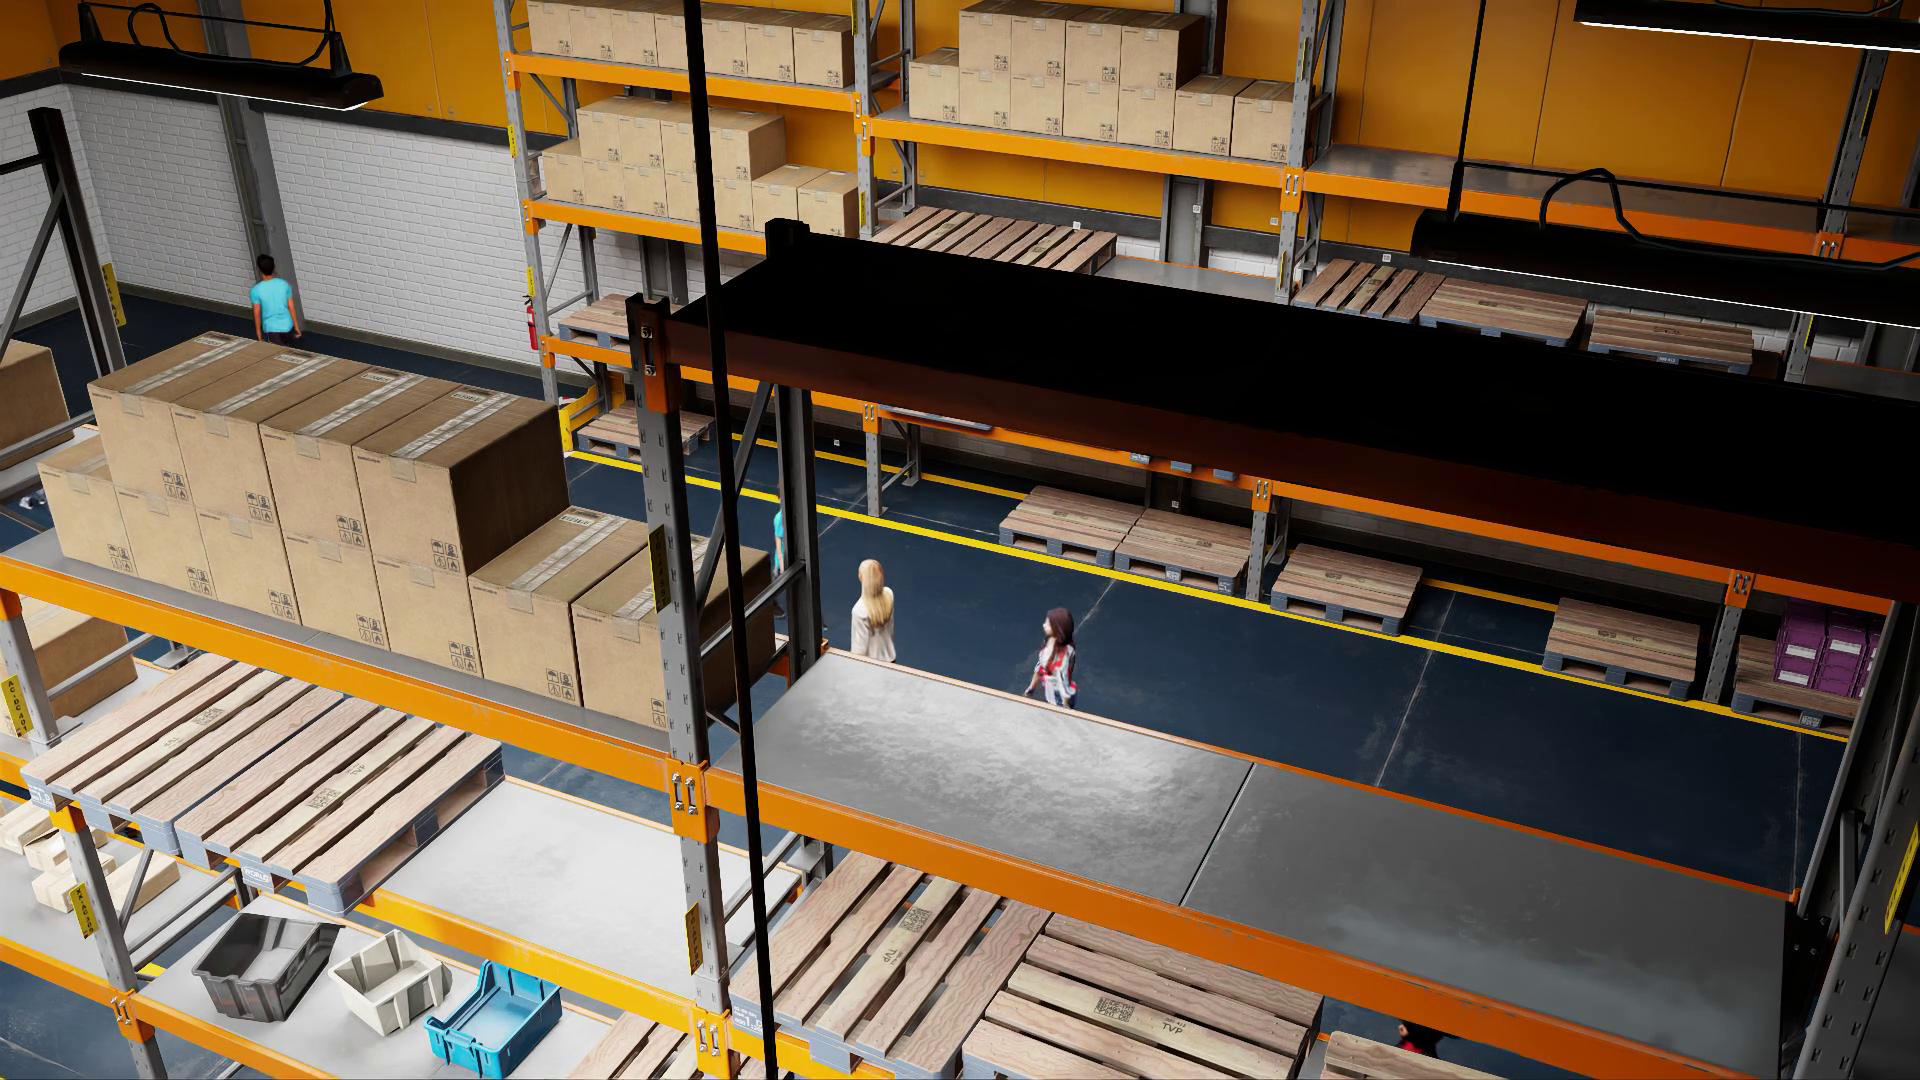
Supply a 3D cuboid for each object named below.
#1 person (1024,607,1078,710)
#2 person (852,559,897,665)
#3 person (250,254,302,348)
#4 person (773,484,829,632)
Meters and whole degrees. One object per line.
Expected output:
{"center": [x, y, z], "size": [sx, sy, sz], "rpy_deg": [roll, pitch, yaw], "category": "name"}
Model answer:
{"center": [0.837, 1.215, 12.725], "size": [0.952, 1.589, 0.842], "rpy_deg": [-2, 29, -4], "category": "person"}
{"center": [-0.656, 0.973, 12.890], "size": [0.574, 1.858, 0.639], "rpy_deg": [18, 34, 30], "category": "person"}
{"center": [-7.816, -2.386, 19.169], "size": [0.943, 1.741, 1.238], "rpy_deg": [-23, 36, -36], "category": "person"}
{"center": [-1.574, 0.114, 14.923], "size": [1.019, 1.419, 0.730], "rpy_deg": [24, 37, 37], "category": "person"}
